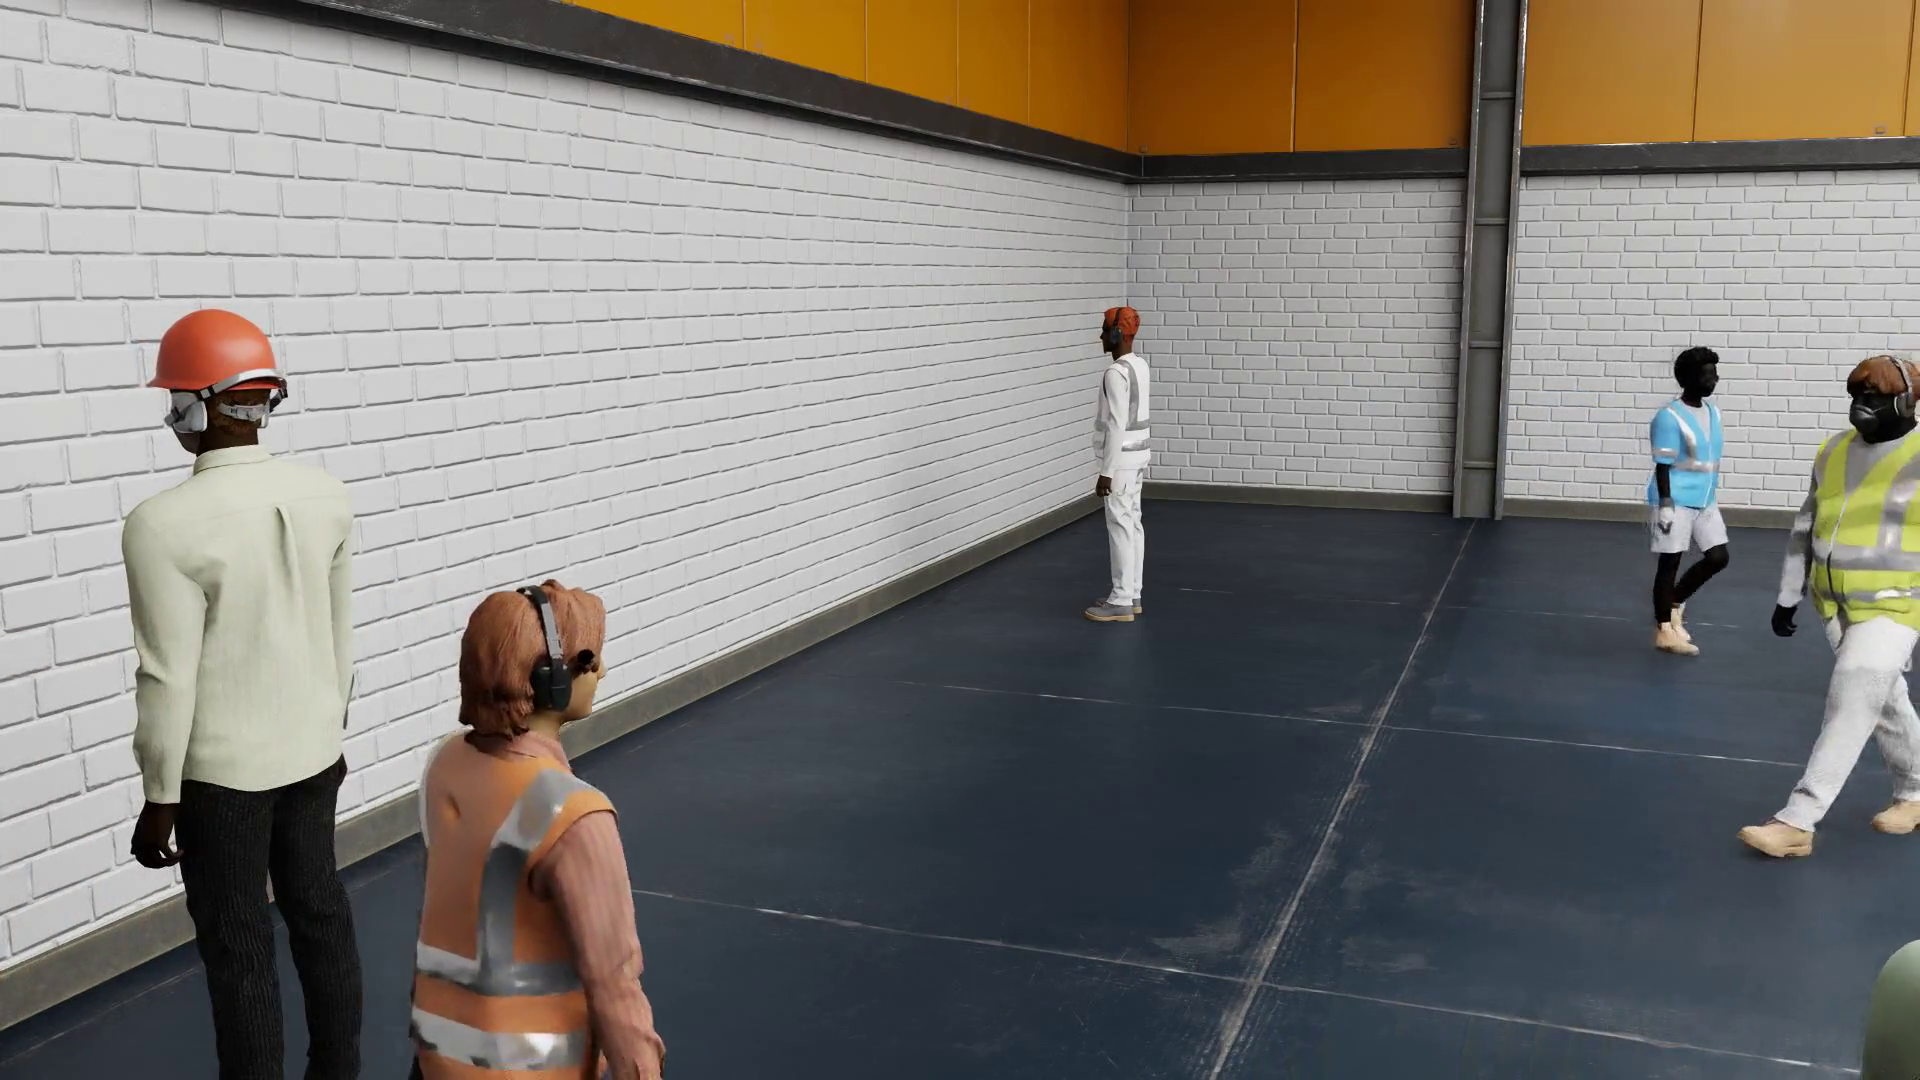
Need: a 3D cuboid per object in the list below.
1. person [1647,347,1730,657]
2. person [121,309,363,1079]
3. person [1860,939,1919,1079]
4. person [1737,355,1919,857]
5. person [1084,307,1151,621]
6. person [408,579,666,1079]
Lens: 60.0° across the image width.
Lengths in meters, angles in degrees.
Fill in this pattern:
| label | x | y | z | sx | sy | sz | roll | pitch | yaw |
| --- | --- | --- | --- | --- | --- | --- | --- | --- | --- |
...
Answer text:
| label | x | y | z | sx | sy | sz | roll | pitch | yaw |
| --- | --- | --- | --- | --- | --- | --- | --- | --- | --- |
| person | 3.947 | -0.203 | 9.022 | 0.556 | 1.684 | 0.368 | -5 | 11 | -30 |
| person | -1.607 | 0.485 | 3.756 | 0.377 | 1.995 | 0.612 | 3 | 10 | 20 |
| person | 1.089 | 0.995 | 1.723 | 0.417 | 1.618 | 0.522 | -2 | 9 | -12 |
| person | 3.264 | 0.231 | 6.001 | 0.980 | 1.790 | 0.648 | -2 | 9 | -15 |
| person | 0.959 | -0.453 | 10.003 | 0.355 | 1.883 | 0.575 | 3 | 10 | 20 |
| person | -0.687 | 0.859 | 2.675 | 0.875 | 1.588 | 0.535 | -7 | 11 | -38 |
